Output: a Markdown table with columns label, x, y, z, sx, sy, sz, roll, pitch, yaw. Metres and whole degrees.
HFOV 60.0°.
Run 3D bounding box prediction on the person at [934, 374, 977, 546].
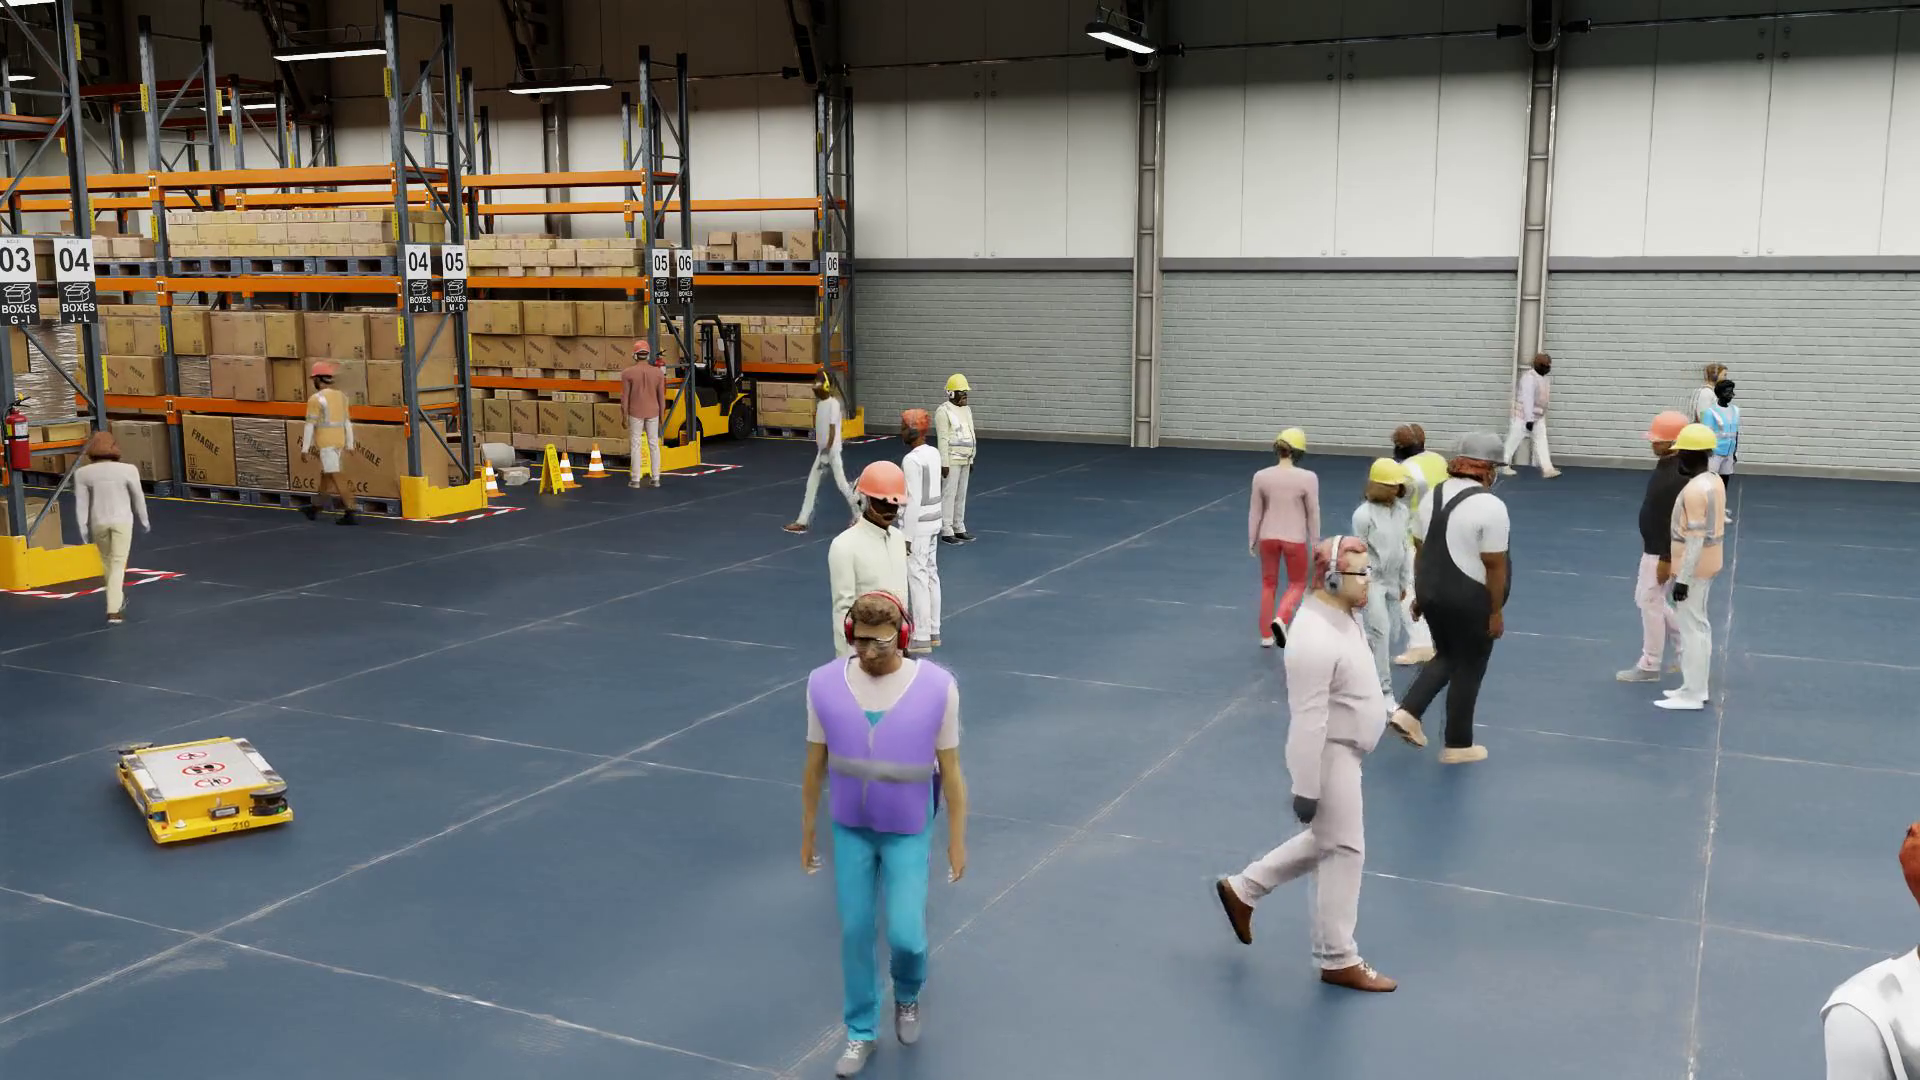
| label | x | y | z | sx | sy | sz | roll | pitch | yaw |
| --- | --- | --- | --- | --- | --- | --- | --- | --- | --- |
| person | -0.029 | -0.864 | 17.849 | 0.404 | 1.832 | 0.599 | 5 | 11 | 28 |

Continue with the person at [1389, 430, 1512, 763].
| label | x | y | z | sx | sy | sz | roll | pitch | yaw |
| --- | --- | --- | --- | --- | --- | --- | --- | --- | --- |
| person | 2.986 | 0.325 | 9.918 | 0.609 | 2.000 | 0.694 | -4 | 10 | -22 |

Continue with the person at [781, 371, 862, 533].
| label | x | y | z | sx | sy | sz | roll | pitch | yaw |
| --- | --- | --- | --- | --- | --- | --- | --- | --- | --- |
| person | -1.480 | -0.972 | 18.577 | 0.995 | 1.822 | 0.517 | -6 | 11 | -33 |

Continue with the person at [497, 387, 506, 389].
| label | x | y | z | sx | sy | sz | roll | pitch | yaw |
| --- | --- | --- | --- | --- | --- | --- | --- | --- | --- |
| person | -7.970 | -2.778 | 29.315 | 0.392 | 1.921 | 0.593 | 4 | 10 | 25 |

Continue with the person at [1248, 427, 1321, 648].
| label | x | y | z | sx | sy | sz | roll | pitch | yaw |
| --- | --- | --- | --- | --- | --- | --- | --- | --- | --- |
| person | 2.469 | 0.006 | 12.796 | 0.580 | 1.737 | 0.514 | 5 | 10 | 27 |

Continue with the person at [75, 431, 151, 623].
| label | x | y | z | sx | sy | sz | roll | pitch | yaw |
| --- | --- | --- | --- | --- | --- | --- | --- | --- | --- |
| person | -7.155 | -0.121 | 14.049 | 0.503 | 1.587 | 0.871 | -1 | 9 | -8 |

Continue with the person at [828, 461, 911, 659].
| label | x | y | z | sx | sy | sz | roll | pitch | yaw |
| --- | --- | --- | --- | --- | --- | --- | --- | --- | --- |
| person | -0.427 | 0.583 | 8.506 | 0.391 | 1.986 | 0.608 | 5 | 11 | 29 |

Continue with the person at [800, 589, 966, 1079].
| label | x | y | z | sx | sy | sz | roll | pitch | yaw |
| --- | --- | --- | --- | --- | --- | --- | --- | --- | --- |
| person | -0.282 | 1.061 | 6.081 | 0.616 | 1.822 | 0.428 | 2 | 9 | 12 |

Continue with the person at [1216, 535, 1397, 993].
| label | x | y | z | sx | sy | sz | roll | pitch | yaw |
| --- | --- | --- | --- | --- | --- | --- | --- | --- | --- |
| person | 1.445 | 0.900 | 6.851 | 0.692 | 1.892 | 0.642 | 3 | 10 | 16 |

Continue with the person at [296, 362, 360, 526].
| label | x | y | z | sx | sy | sz | roll | pitch | yaw |
| --- | --- | --- | --- | --- | --- | --- | --- | --- | --- |
| person | -7.362 | -1.110 | 19.226 | 1.032 | 1.866 | 0.584 | 4 | 10 | 23 |

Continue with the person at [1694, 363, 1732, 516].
| label | x | y | z | sx | sy | sz | roll | pitch | yaw |
| --- | --- | --- | --- | --- | --- | --- | --- | --- | --- |
| person | 9.040 | -1.195 | 19.867 | 0.693 | 1.826 | 0.521 | 5 | 10 | 27 |

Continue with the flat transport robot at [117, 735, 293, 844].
| label | x | y | z | sx | sy | sz | roll | pitch | yaw |
| --- | --- | --- | --- | --- | --- | --- | --- | --- | --- |
| flat transport robot | -4.181 | 1.333 | 9.154 | 0.652 | 0.197 | 1.431 | -6 | 11 | -33 |

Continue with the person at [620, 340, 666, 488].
| label | x | y | z | sx | sy | sz | roll | pitch | yaw |
| --- | --- | --- | --- | --- | --- | --- | --- | --- | --- |
| person | -4.285 | -1.698 | 22.487 | 0.615 | 1.989 | 0.401 | -5 | 11 | -29 |

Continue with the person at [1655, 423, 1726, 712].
| label | x | y | z | sx | sy | sz | roll | pitch | yaw |
| --- | --- | --- | --- | --- | --- | --- | --- | --- | --- |
| person | 4.892 | 0.182 | 11.142 | 0.380 | 1.924 | 0.593 | 6 | 11 | 34 |

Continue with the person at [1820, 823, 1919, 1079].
| label | x | y | z | sx | sy | sz | roll | pitch | yaw |
| --- | --- | --- | --- | --- | --- | --- | --- | --- | --- |
| person | 1.952 | 1.473 | 3.363 | 0.575 | 1.884 | 0.355 | -5 | 11 | -29 |

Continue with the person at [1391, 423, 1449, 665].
| label | x | y | z | sx | sy | sz | roll | pitch | yaw |
| --- | --- | --- | --- | --- | --- | --- | --- | --- | --- |
| person | 3.445 | 0.025 | 12.513 | 0.685 | 1.821 | 0.468 | -8 | 12 | -41 |

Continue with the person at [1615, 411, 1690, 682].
| label | x | y | z | sx | sy | sz | roll | pitch | yaw |
| --- | --- | --- | --- | --- | --- | --- | --- | --- | --- |
| person | 5.048 | 0.065 | 11.803 | 0.559 | 1.965 | 0.657 | 2 | 9 | 10 |

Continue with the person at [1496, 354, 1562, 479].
| label | x | y | z | sx | sy | sz | roll | pitch | yaw |
| --- | --- | --- | --- | --- | --- | --- | --- | --- | --- |
| person | 8.078 | -1.753 | 23.555 | 0.629 | 1.774 | 1.000 | -8 | 12 | -39 |

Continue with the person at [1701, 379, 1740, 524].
| label | x | y | z | sx | sy | sz | roll | pitch | yaw |
| --- | --- | --- | --- | --- | --- | --- | --- | --- | --- |
| person | 8.764 | -1.013 | 19.203 | 0.530 | 1.689 | 0.321 | -4 | 10 | -23 |

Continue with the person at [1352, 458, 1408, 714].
| label | x | y | z | sx | sy | sz | roll | pitch | yaw |
| --- | --- | --- | --- | --- | --- | --- | --- | --- | --- |
| person | 2.769 | 0.282 | 11.188 | 0.497 | 1.718 | 0.629 | -6 | 11 | -34 |

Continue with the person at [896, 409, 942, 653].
| label | x | y | z | sx | sy | sz | roll | pitch | yaw |
| --- | --- | --- | --- | --- | --- | --- | --- | --- | --- |
| person | -0.318 | -0.073 | 12.833 | 0.340 | 1.883 | 0.586 | 3 | 10 | 19 |
